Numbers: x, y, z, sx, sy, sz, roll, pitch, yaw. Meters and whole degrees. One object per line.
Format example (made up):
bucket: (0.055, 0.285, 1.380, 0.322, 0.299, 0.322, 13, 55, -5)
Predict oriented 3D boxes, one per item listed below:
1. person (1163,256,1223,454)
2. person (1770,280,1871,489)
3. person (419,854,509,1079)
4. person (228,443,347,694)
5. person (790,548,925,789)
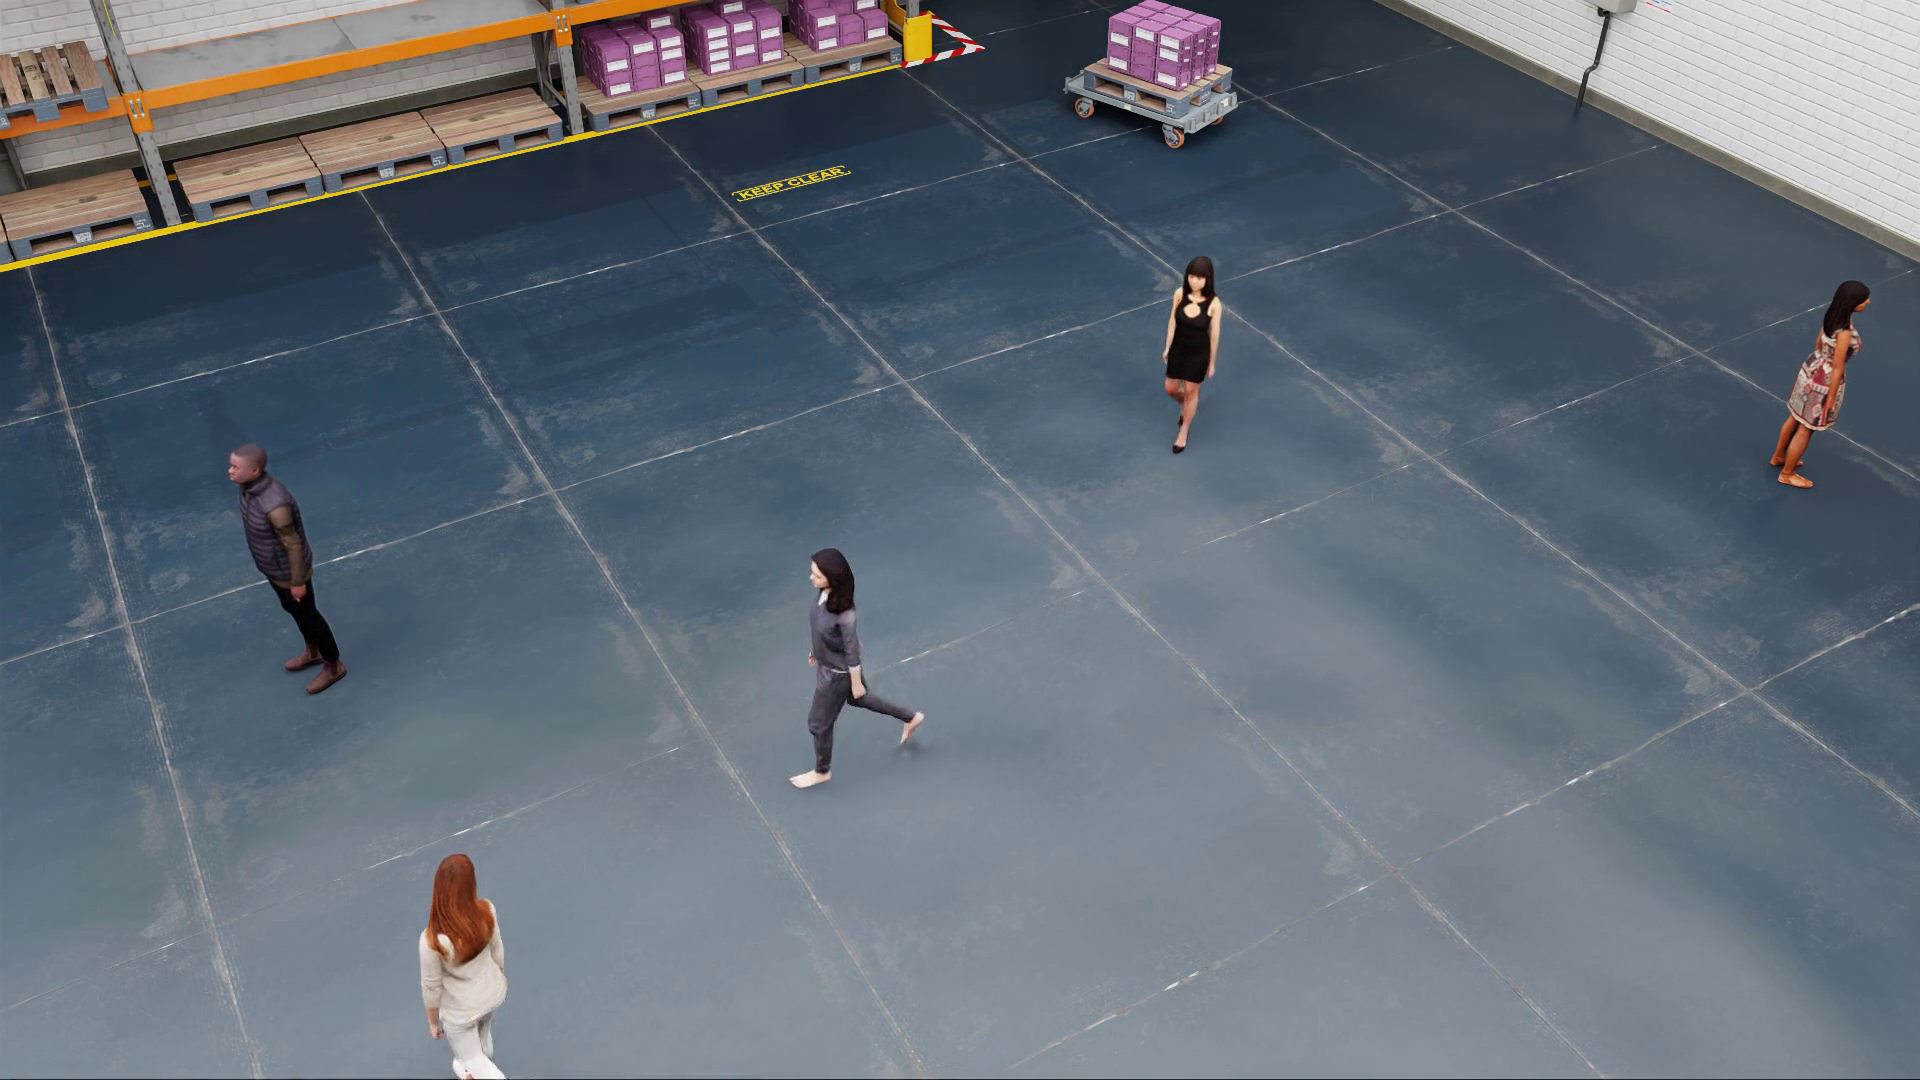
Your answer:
person: (1.760, -1.426, 12.478, 0.722, 1.642, 0.784, 20, 43, 23)
person: (6.279, -1.159, 12.141, 0.747, 1.645, 0.721, 5, 39, 6)
person: (-2.262, 2.216, 7.890, 0.896, 1.676, 1.011, 25, 45, 28)
person: (-4.192, 0.159, 10.338, 0.647, 1.835, 0.750, -30, 48, -32)
person: (-0.615, 0.719, 9.723, 1.156, 1.729, 0.774, -10, 40, -12)
